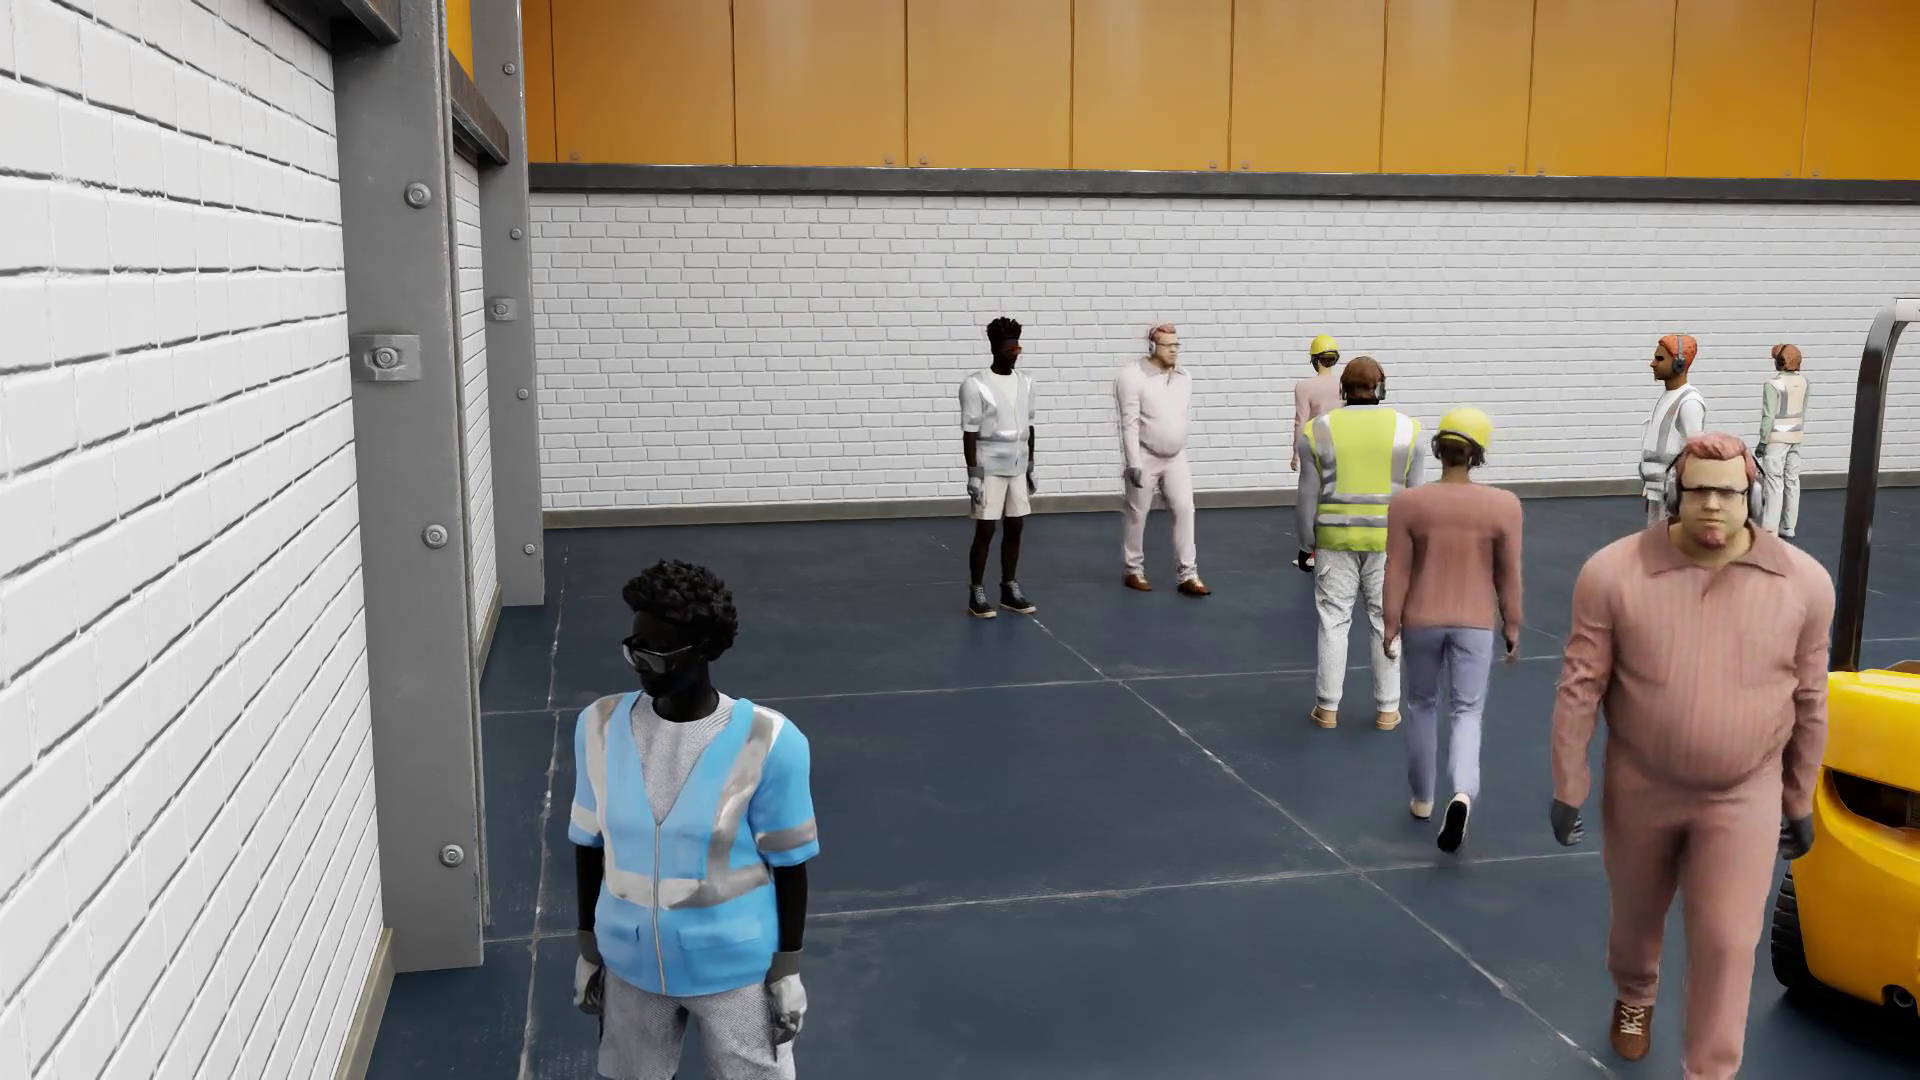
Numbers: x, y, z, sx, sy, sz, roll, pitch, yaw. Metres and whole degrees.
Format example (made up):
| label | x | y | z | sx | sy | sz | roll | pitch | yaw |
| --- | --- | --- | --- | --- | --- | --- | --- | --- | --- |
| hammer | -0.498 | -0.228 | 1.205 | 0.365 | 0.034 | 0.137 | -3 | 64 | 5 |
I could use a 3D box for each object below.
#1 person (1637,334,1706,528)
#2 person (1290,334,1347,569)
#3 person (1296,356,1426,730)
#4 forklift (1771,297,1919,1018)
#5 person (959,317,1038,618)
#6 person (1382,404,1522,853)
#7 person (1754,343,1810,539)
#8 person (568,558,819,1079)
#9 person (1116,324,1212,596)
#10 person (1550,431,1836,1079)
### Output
| label | x | y | z | sx | sy | sz | roll | pitch | yaw |
| --- | --- | --- | --- | --- | --- | --- | --- | --- | --- |
| person | 4.130 | -0.255 | 9.710 | 0.355 | 1.883 | 0.573 | 1 | 9 | 7 |
| person | 2.729 | -0.665 | 12.565 | 0.526 | 1.768 | 0.330 | -4 | 10 | -21 |
| person | 1.961 | 0.022 | 8.172 | 0.620 | 1.837 | 0.430 | 2 | 9 | 10 |
| forklift | 3.542 | 0.334 | 5.177 | 2.313 | 2.155 | 1.214 | -9 | 13 | -43 |
| person | 0.266 | -0.469 | 10.815 | 0.605 | 1.955 | 0.386 | -8 | 12 | -39 |
| person | 1.927 | 0.336 | 6.554 | 0.535 | 1.739 | 0.728 | 3 | 10 | 17 |
| person | 6.827 | -0.808 | 13.823 | 0.513 | 1.641 | 0.307 | -5 | 11 | -29 |
| person | -0.555 | 0.869 | 3.423 | 0.532 | 1.697 | 0.322 | 2 | 10 | 14 |
| person | 1.406 | -0.535 | 11.448 | 0.642 | 1.872 | 0.864 | -4 | 10 | -25 |
| person | 1.925 | 0.626 | 4.423 | 0.663 | 1.865 | 0.984 | 4 | 10 | 21 |
